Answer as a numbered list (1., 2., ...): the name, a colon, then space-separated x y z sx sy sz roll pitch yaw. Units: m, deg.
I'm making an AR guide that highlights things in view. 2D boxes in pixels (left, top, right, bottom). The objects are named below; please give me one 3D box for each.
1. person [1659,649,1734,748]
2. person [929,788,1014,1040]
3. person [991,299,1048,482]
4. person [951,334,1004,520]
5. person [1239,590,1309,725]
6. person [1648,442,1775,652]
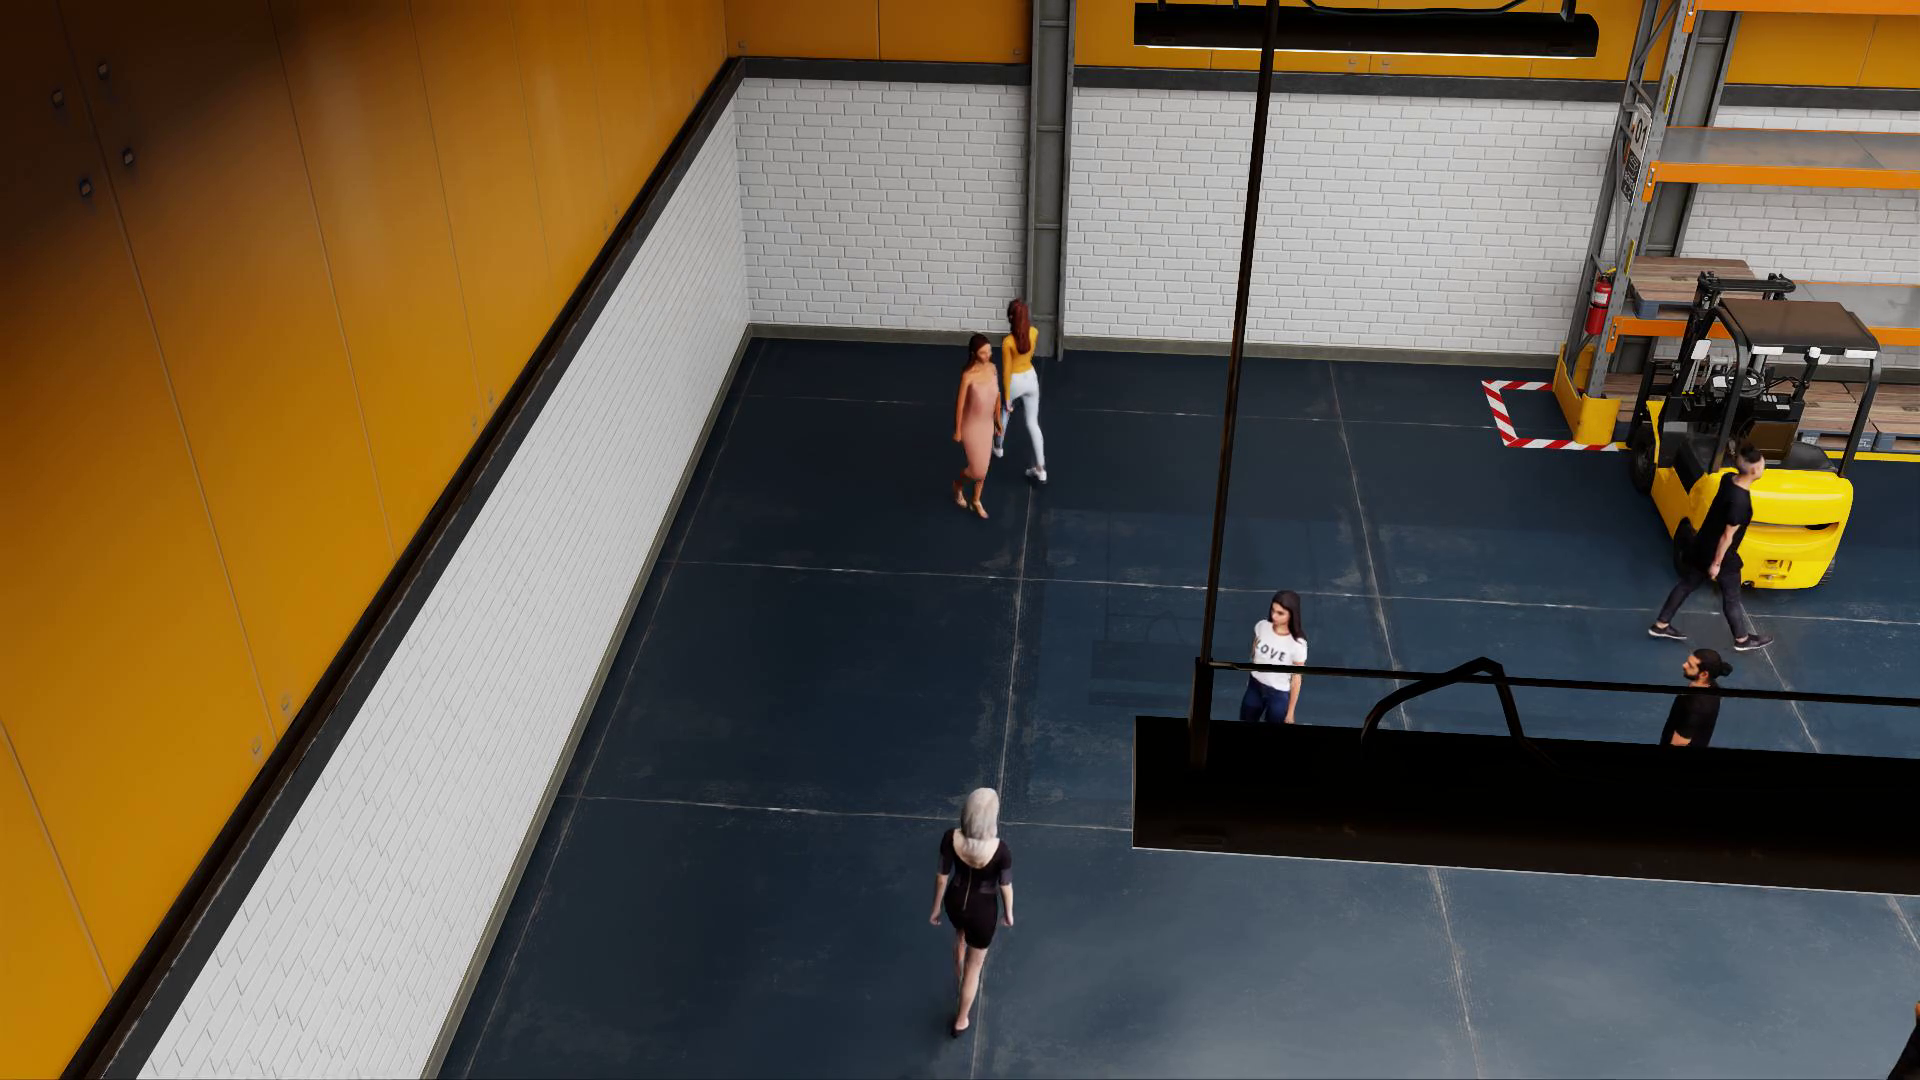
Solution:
1. person: 4.791 1.482 10.875 1.220 1.735 0.875 12 35 18
2. person: 0.033 2.237 9.676 0.737 1.805 0.778 12 35 17
3. person: 0.613 -1.329 15.133 1.136 1.703 1.059 -19 38 -26
4. person: 0.082 -1.024 14.568 0.819 1.819 0.759 27 42 34
5. person: 2.195 1.054 11.491 0.892 1.765 0.842 -28 43 -35
6. person: 5.811 0.056 12.941 1.145 1.822 0.759 7 34 10
